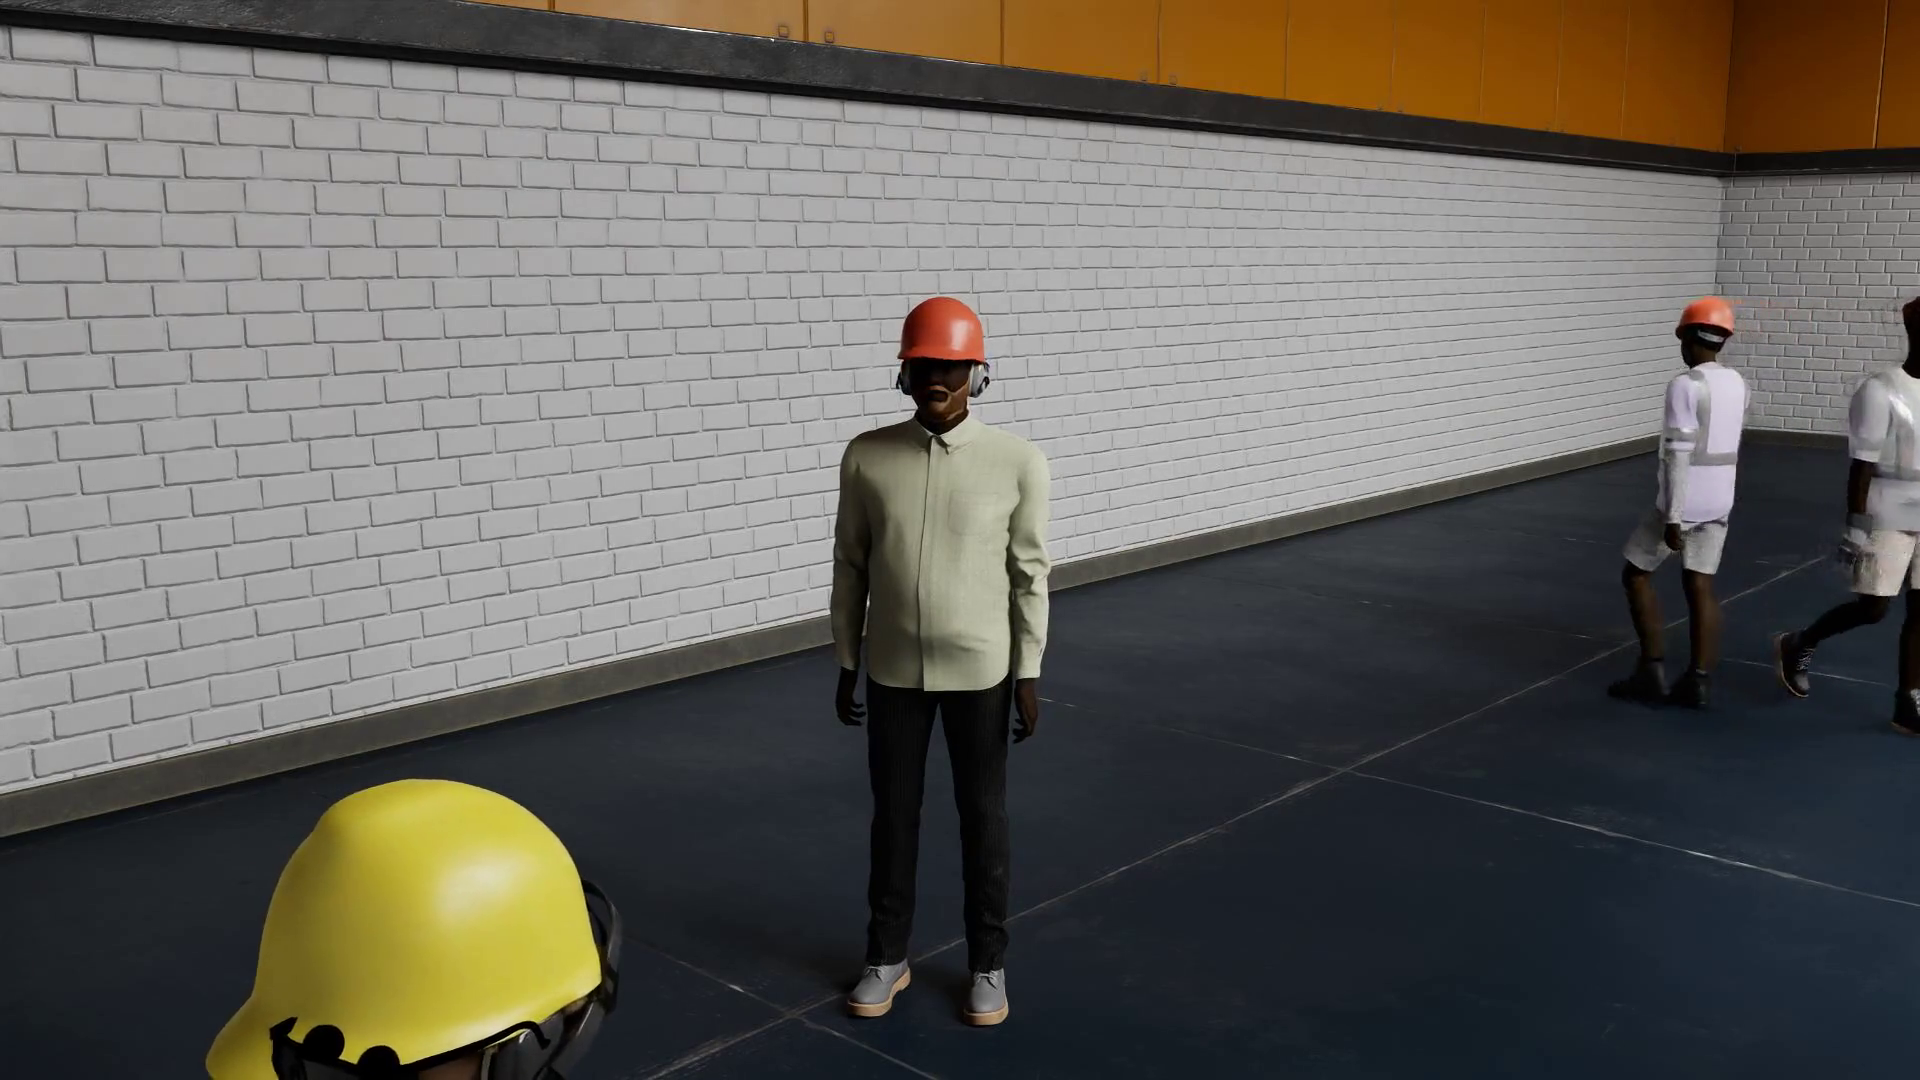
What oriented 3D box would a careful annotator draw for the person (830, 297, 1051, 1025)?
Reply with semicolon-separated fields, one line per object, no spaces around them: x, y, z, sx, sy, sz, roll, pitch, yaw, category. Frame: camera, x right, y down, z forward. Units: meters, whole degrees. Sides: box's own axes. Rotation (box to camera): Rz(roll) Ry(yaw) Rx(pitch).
-0.061;0.339;4.575;0.611;1.997;0.375;2;10;10;person

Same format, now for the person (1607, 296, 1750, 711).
3.364;-0.171;7.747;0.565;1.899;0.565;-6;11;-30;person

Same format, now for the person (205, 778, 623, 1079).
-0.358;1.032;1.282;0.523;1.769;0.324;6;12;31;person

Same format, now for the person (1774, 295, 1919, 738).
4.084;-0.120;7.353;0.624;1.942;0.755;-4;11;-23;person
